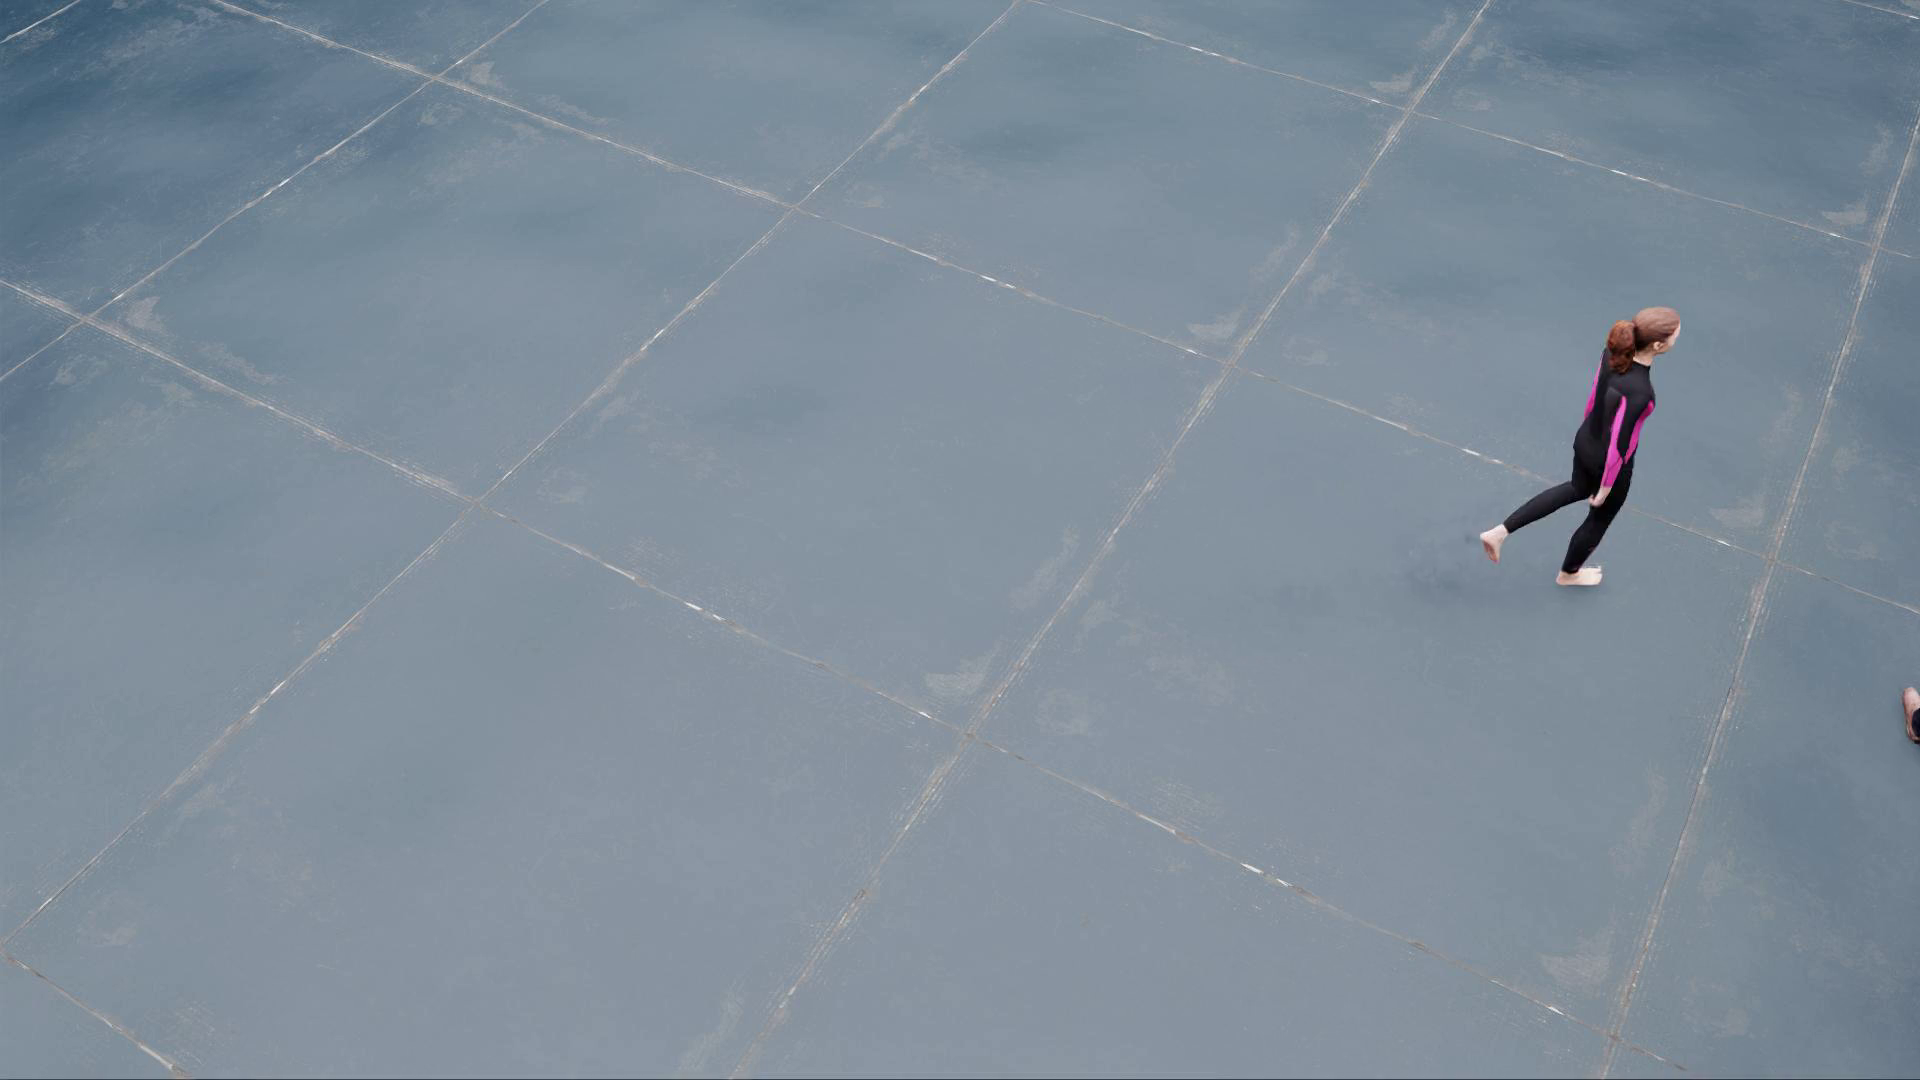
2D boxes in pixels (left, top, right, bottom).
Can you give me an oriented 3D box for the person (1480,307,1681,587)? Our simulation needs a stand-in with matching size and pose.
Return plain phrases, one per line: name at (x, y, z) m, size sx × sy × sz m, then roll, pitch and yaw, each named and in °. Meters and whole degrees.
person at (2.898, -0.389, 7.753) m, size 0.974 × 1.724 × 0.871 m, roll -4°, pitch 47°, yaw -4°
